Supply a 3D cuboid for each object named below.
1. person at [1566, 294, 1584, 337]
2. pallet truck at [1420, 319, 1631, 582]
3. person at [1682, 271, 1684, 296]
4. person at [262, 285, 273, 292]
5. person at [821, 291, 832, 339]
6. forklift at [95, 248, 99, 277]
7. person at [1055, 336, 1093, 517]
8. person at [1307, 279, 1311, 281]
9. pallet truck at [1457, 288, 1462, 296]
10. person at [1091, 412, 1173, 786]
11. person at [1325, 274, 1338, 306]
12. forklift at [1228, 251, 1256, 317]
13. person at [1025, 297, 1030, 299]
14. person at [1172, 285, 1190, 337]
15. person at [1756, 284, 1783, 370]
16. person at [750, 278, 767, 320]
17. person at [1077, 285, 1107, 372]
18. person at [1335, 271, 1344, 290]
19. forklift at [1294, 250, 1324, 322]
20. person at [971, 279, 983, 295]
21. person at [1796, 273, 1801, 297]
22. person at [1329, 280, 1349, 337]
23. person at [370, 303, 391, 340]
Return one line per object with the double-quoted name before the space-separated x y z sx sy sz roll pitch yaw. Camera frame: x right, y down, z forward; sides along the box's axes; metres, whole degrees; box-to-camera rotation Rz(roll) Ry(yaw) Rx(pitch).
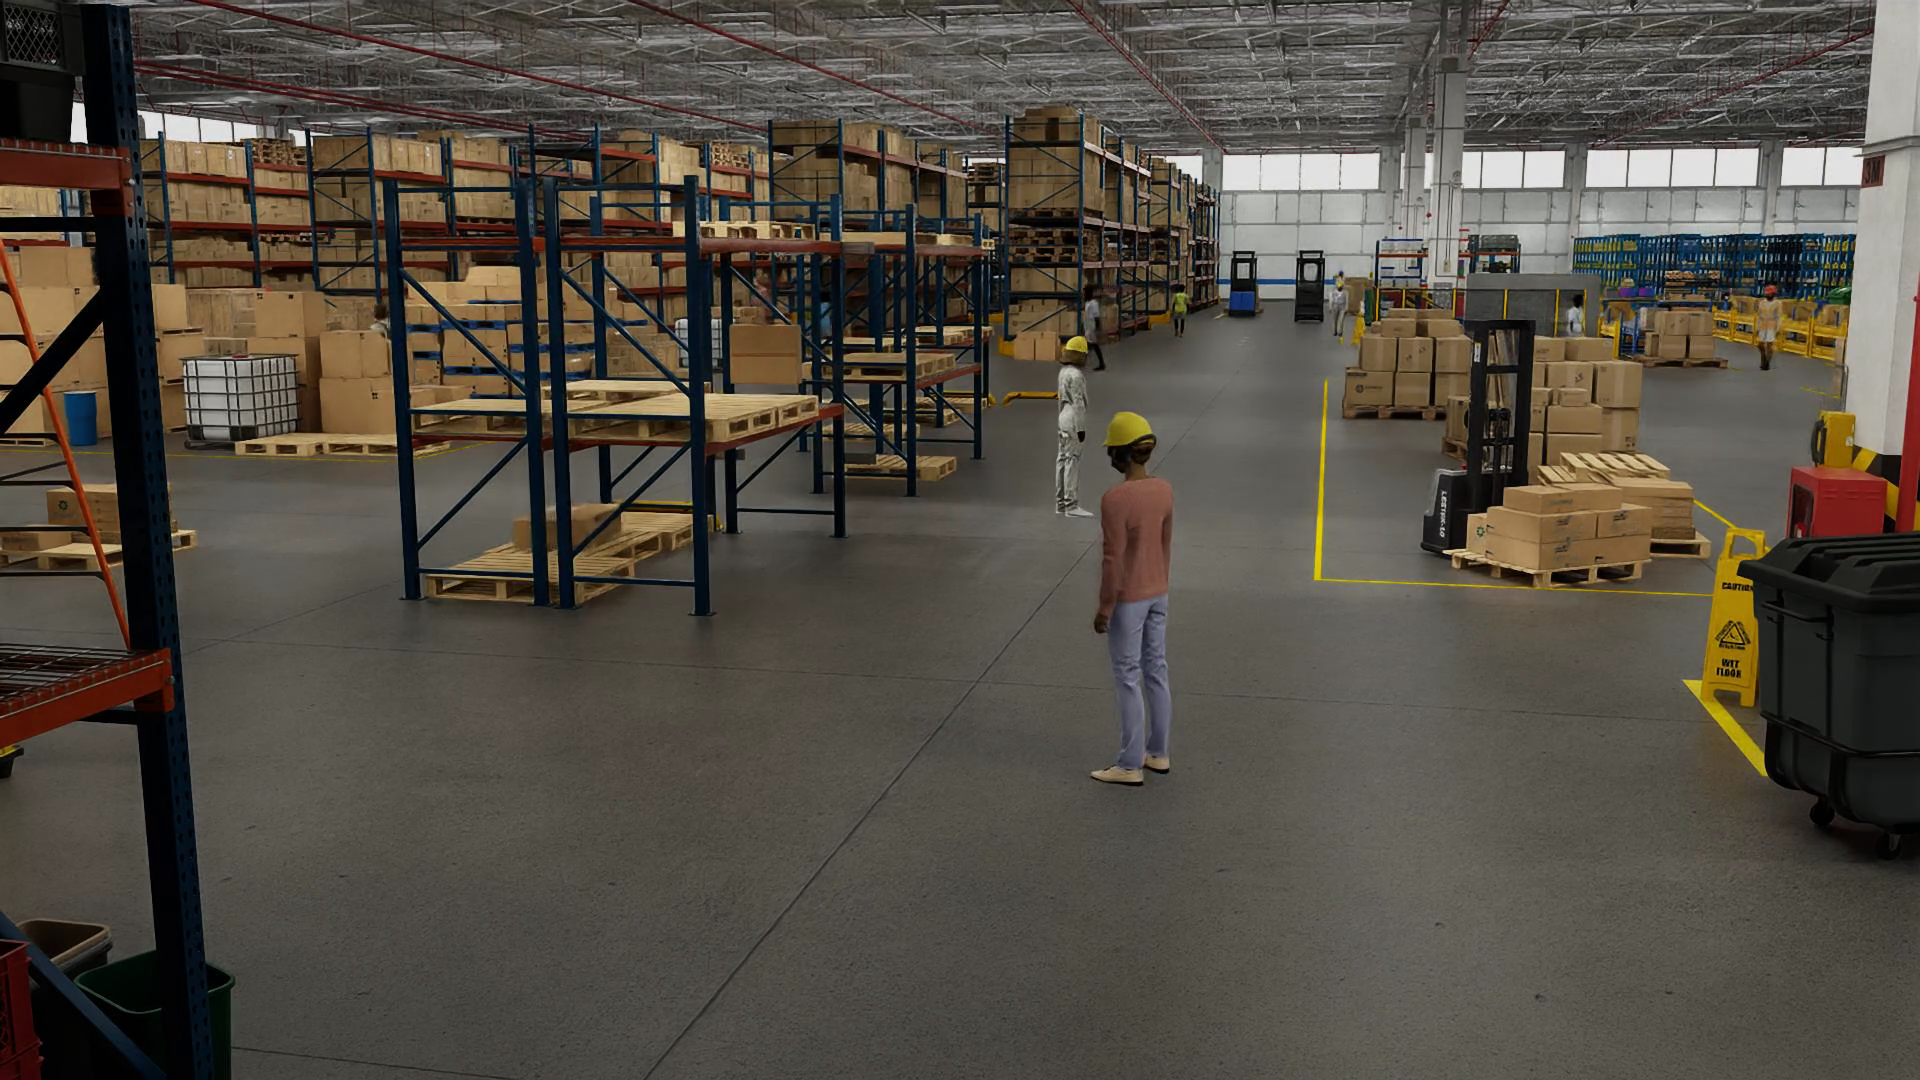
"person" 14.103 -4.774 38.020 0.553 1.675 0.554 -9 13 -43
"pallet truck" 4.543 -0.757 13.299 0.823 1.965 1.885 -4 10 -22
"person" 35.564 -12.322 81.785 0.393 1.995 0.612 8 13 41
"person" -14.181 -4.254 34.180 0.369 1.939 0.542 1 10 5
"person" -3.335 -5.378 41.612 0.385 1.685 0.539 -7 12 -34
"forklift" -26.100 -7.632 51.399 1.129 2.768 1.873 2 10 12
"person" 1.107 -1.092 16.062 0.305 1.736 0.484 -3 10 -16
"person" 14.740 -10.185 70.224 0.523 1.614 0.557 9 13 43
"pallet truck" 20.506 -9.785 68.819 0.653 1.274 1.630 2 10 12
"person" 0.804 0.275 7.878 0.329 1.765 0.533 8 12 40
"person" 19.608 -13.087 87.203 0.867 1.697 0.498 2 10 14
"forklift" 12.120 -10.984 71.252 1.129 2.768 1.873 2 10 12
"person" 2.502 -8.263 57.922 0.629 1.940 0.372 -9 13 -43
"person" 7.042 -7.308 53.063 0.555 1.655 0.827 1 10 4
"person" 18.027 -4.735 37.094 0.420 1.914 0.551 -9 13 -44
"person" -6.436 -7.315 52.471 0.654 1.880 0.778 5 11 26
"person" 2.796 -4.645 36.567 1.018 1.905 0.631 -2 10 -11
"person" 18.273 -12.005 80.195 0.408 1.906 0.691 5 11 25
"forklift" 13.778 -10.002 65.433 1.129 2.768 1.873 2 10 12
"person" 0.832 -11.843 79.293 0.567 1.877 1.005 2 10 12
"person" 39.991 -11.855 79.538 0.564 1.825 0.584 3 10 17
"person" 12.170 -7.435 53.430 0.587 1.806 0.789 2 10 14
"person" -8.633 -2.674 25.182 0.685 1.828 0.518 5 11 27
